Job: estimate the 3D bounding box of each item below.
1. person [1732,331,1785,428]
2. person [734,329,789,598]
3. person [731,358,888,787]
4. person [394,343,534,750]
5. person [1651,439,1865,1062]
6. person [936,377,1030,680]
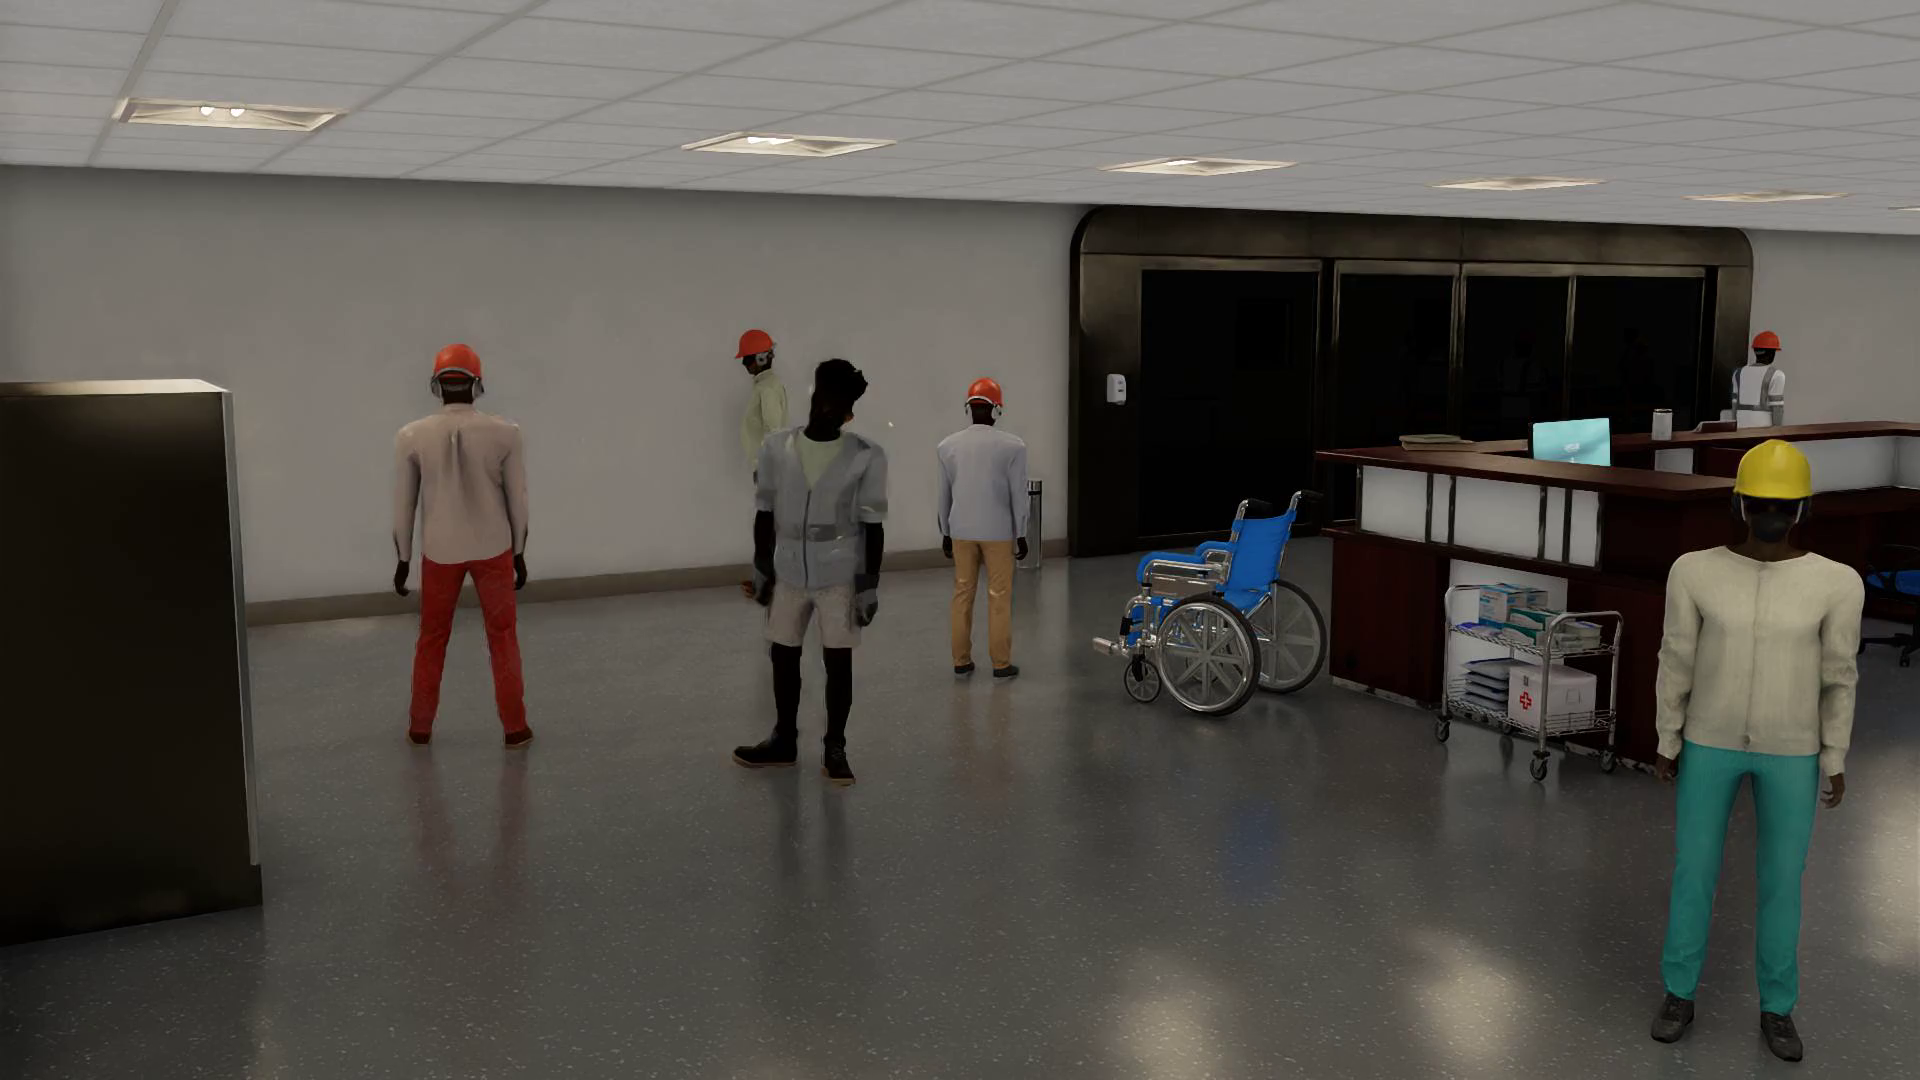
[{"bbox_3d":[7.787,-1.066,16.221,0.392,1.929,0.546,-4,9,-27],"label":"person"},{"bbox_3d":[-1.463,-0.561,12.335,0.393,1.986,0.610,-1,8,-9],"label":"person"},{"bbox_3d":[-0.684,0.146,7.451,0.764,1.922,0.451,2,8,16],"label":"person"},{"bbox_3d":[-2.406,0.035,8.080,0.632,1.989,0.421,-1,8,-8],"label":"person"},{"bbox_3d":[2.265,0.594,4.762,0.522,1.771,0.306,3,9,23],"label":"person"},{"bbox_3d":[0.143,-0.067,9.628,0.564,1.743,0.352,3,9,23],"label":"person"}]
